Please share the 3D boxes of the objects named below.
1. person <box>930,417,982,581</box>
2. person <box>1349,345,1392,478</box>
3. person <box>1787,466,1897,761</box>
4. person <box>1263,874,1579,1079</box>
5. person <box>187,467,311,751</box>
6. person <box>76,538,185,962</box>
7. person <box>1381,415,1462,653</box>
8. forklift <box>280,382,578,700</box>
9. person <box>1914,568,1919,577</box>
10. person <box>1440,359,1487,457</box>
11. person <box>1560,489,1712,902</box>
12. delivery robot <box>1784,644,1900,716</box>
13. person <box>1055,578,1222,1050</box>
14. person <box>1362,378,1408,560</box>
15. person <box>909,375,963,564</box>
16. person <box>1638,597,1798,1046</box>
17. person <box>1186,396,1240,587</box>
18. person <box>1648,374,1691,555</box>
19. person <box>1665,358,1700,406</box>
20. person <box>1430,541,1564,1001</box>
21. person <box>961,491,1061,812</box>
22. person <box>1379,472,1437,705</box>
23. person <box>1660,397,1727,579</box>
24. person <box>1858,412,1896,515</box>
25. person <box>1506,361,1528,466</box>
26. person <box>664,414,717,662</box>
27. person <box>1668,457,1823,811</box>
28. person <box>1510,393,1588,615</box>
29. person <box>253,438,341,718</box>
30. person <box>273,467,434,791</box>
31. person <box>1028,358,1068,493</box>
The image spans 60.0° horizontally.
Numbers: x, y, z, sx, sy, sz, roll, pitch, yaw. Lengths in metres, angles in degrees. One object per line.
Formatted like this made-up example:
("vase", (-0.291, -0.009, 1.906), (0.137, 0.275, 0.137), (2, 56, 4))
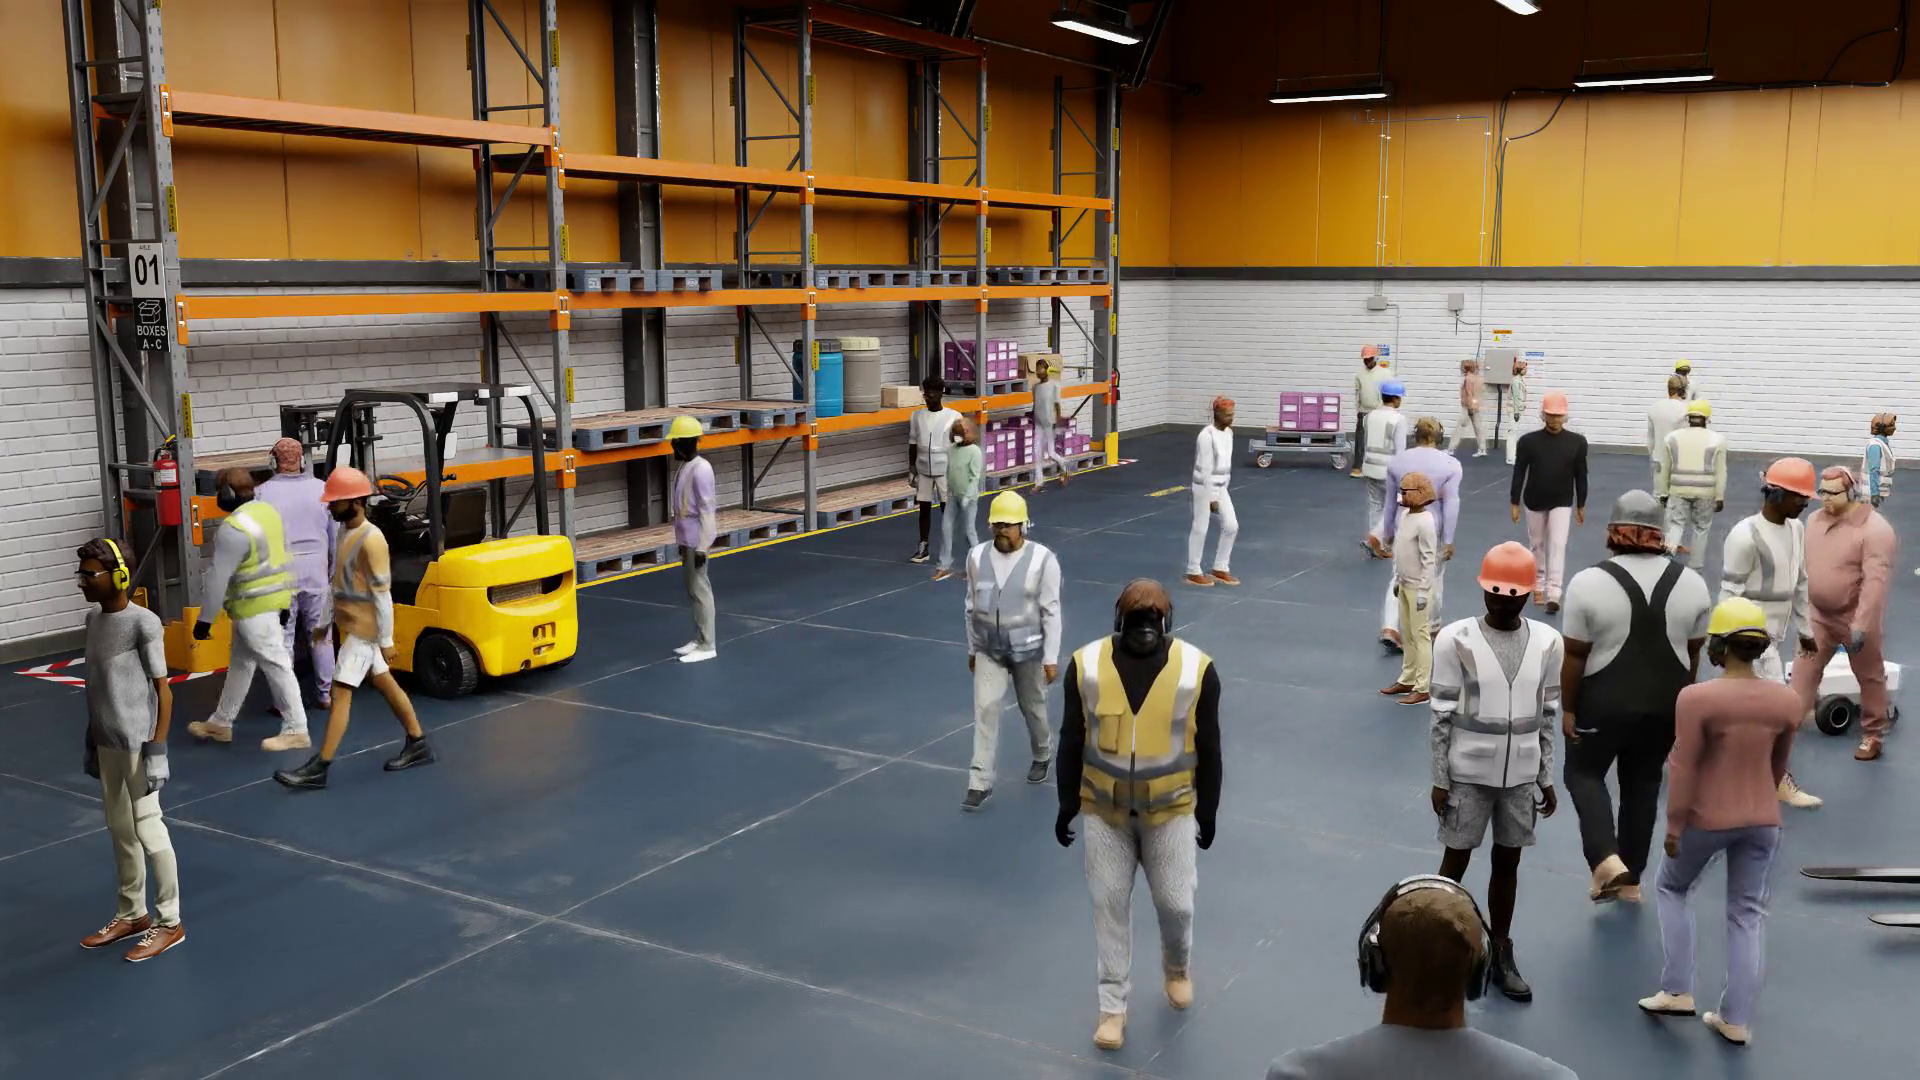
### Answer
("person", (0.033, -0.394, 16.257), (0.536, 1.611, 0.524), (-9, 13, -44))
("person", (6.027, -1.873, 24.445), (0.632, 1.952, 0.884), (7, 11, 35))
("person", (5.360, 0.468, 10.162), (1.006, 1.837, 0.670), (-4, 10, -23))
("person", (0.849, 1.555, 3.189), (0.660, 1.901, 0.961), (0, 9, 3))
("person", (-4.558, 0.441, 10.477), (0.916, 1.790, 0.660), (0, 9, -1))
("person", (-3.685, 0.911, 7.322), (0.531, 1.870, 0.316), (5, 10, 29))
("person", (3.646, -0.050, 13.302), (0.636, 1.895, 1.009), (6, 11, 33))
("forklift", (-3.974, -0.067, 12.417), (2.313, 2.155, 1.214), (5, 11, 30))
("person", (9.601, -0.449, 16.056), (0.535, 1.804, 0.924), (1, 9, 6))
("person", (8.295, -2.161, 27.318), (0.821, 1.596, 0.549), (5, 11, 30))
("person", (3.161, 0.736, 7.886), (0.686, 2.000, 0.605), (0, 9, 1))
("delivery robot", (5.866, 0.921, 11.062), (0.707, 0.478, 0.477), (-2, 9, -16))
("person", (0.696, 1.053, 6.553), (0.650, 1.833, 0.533), (2, 9, 13))
("person", (4.401, -0.714, 17.303), (0.495, 1.931, 0.613), (-5, 11, -30))
("person", (-0.252, -0.729, 17.262), (0.609, 1.963, 0.367), (3, 10, 19))
("person", (3.005, 1.097, 6.555), (0.533, 1.745, 0.498), (-1, 9, -5))
("person", (2.425, -0.453, 15.859), (0.643, 1.852, 0.577), (9, 12, 43))
("person", (7.633, -0.803, 17.847), (0.373, 1.939, 0.663), (-3, 10, -17))
("person", (10.628, -1.798, 24.559), (0.533, 1.765, 0.330), (0, 9, 0))
("person", (2.207, 0.955, 6.850), (0.547, 1.934, 0.376), (-1, 9, -4))
("person", (0.299, 0.595, 9.560), (0.606, 1.791, 0.904), (3, 10, 20))
("person", (3.166, 0.335, 11.649), (0.285, 1.634, 0.499), (-1, 9, -4))
("person", (7.102, -0.474, 16.142), (0.602, 1.816, 0.620), (7, 12, 38))
("person", (9.097, -0.450, 16.526), (0.314, 1.642, 0.515), (7, 11, 35))
("person", (8.753, -1.994, 26.164), (0.314, 1.641, 0.515), (4, 10, 21))
("person", (-2.093, -0.015, 12.929), (0.383, 1.924, 0.593), (-4, 10, -22))
("person", (4.516, 0.492, 9.587), (0.616, 1.997, 0.984), (-7, 12, -38))
("person", (5.234, -0.325, 14.797), (0.647, 1.937, 1.001), (3, 10, 20))
("person", (-4.551, 0.250, 11.368), (0.644, 1.900, 0.404), (-8, 12, -41))
("person", (-3.585, 0.507, 9.810), (0.960, 1.892, 0.554), (-5, 11, -31))
("person", (1.222, -1.579, 22.919), (0.509, 1.858, 0.669), (7, 11, 37))
